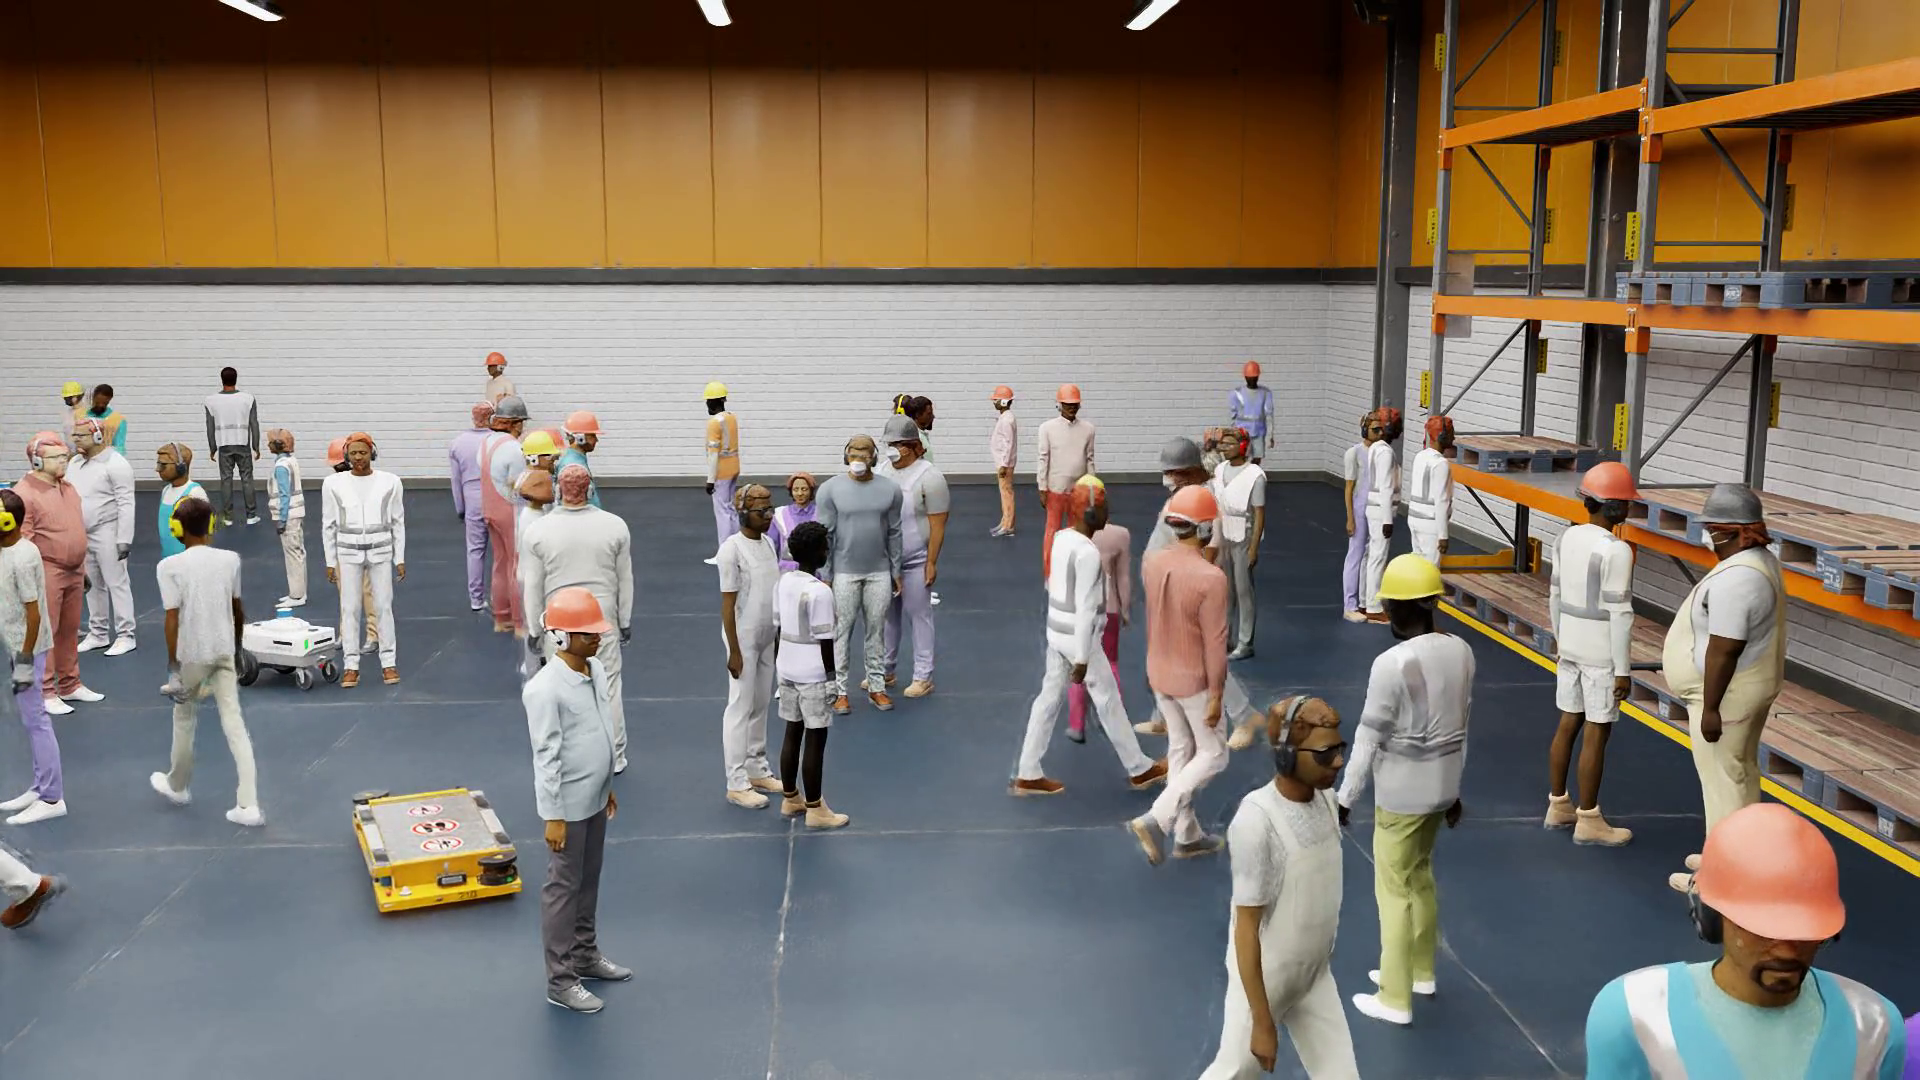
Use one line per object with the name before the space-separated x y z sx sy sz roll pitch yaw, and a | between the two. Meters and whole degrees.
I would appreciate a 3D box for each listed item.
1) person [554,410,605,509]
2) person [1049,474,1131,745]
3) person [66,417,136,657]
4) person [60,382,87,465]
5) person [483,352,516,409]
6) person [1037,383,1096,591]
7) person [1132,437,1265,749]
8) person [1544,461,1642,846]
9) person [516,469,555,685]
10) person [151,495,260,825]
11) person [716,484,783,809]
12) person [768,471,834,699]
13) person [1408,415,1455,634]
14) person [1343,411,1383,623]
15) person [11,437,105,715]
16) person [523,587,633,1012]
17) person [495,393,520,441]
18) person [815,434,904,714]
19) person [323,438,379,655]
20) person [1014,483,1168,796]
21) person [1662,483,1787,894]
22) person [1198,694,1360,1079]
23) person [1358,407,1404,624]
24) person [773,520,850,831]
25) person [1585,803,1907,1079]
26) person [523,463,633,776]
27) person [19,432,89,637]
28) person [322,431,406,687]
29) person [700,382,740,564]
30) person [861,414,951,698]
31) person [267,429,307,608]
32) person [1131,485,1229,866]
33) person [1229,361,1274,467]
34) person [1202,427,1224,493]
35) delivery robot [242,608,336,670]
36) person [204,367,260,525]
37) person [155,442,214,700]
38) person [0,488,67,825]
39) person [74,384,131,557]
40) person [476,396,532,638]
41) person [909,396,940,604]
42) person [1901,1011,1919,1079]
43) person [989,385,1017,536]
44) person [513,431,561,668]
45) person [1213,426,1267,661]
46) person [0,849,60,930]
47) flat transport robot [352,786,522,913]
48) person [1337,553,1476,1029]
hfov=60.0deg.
person | -2.937 -0.012 12.908 0.406 1.987 0.616 -2 9 -12
person | 0.833 0.458 10.669 0.539 1.767 0.415 -2 9 -10
person | -6.878 -0.028 13.257 0.651 1.907 0.409 4 10 23
person | -10.570 -1.020 19.956 0.524 1.761 0.339 5 10 30
person | -6.226 -1.542 22.480 0.608 1.996 0.381 8 12 42
person | 1.030 -0.506 15.978 0.611 1.995 0.381 -4 10 -23
person | 1.553 0.308 10.722 0.784 2.000 0.710 0 9 -1
person | 3.401 0.598 8.882 0.378 2.046 0.615 -2 9 -12
person | -3.029 0.294 12.081 0.356 1.626 0.511 0 9 0
person | -4.218 0.654 9.263 0.980 1.808 0.556 7 11 37
person | -1.181 0.595 9.537 0.346 1.846 0.505 4 10 23
person | -1.127 0.320 11.907 0.511 1.641 0.309 -1 9 -5
person | 3.899 -0.095 13.785 0.354 1.876 0.574 -1 9 -6
person | 3.572 -0.203 14.549 0.508 1.846 0.342 -6 11 -34
person | -6.280 0.238 11.568 0.410 1.913 0.642 1 9 5
person | -1.579 1.057 6.919 0.329 1.751 0.570 2 9 11
person | -5.340 -0.920 19.688 0.307 1.640 0.518 0 9 -1
person | -0.683 0.231 11.531 0.631 1.938 0.372 -3 10 -21
person | -4.860 0.049 13.283 0.564 1.739 0.352 4 10 22
person | 0.766 0.581 9.653 0.977 1.831 0.580 -3 10 -19
person | 3.732 0.714 8.173 0.536 2.000 0.683 8 12 40
person | 0.966 1.334 5.069 0.535 1.798 0.970 -9 12 -43
person | 3.669 -0.215 14.502 0.346 1.881 0.578 0 9 2
person | -0.825 0.734 9.124 0.315 1.695 0.541 -6 11 -34
person | 1.510 1.498 3.247 0.613 2.041 0.388 0 9 1
person | -2.285 0.491 9.996 0.641 1.910 0.401 -3 10 -18
person | -7.440 -0.018 13.670 0.334 1.749 0.572 0 9 2
person | -4.386 0.141 12.267 0.574 1.883 0.355 -3 10 -20
person | -2.514 -0.698 17.445 0.403 1.919 0.581 2 9 11
person | -0.440 0.109 11.977 0.684 2.000 0.538 7 11 36
person | -6.136 -0.201 15.172 0.312 1.642 0.512 -2 9 -13
person | 1.123 0.705 8.450 0.619 1.977 0.618 -6 11 -33
person | 3.810 -1.385 21.740 0.559 1.914 0.495 0 9 1
person | 2.327 -0.219 15.291 0.306 1.640 0.522 3 9 16
delivery robot | -4.986 0.749 12.313 0.707 0.478 0.477 4 10 21
person | -8.807 -1.135 20.176 0.591 1.917 0.392 -3 10 -19
person | -5.535 0.220 11.888 0.518 1.844 0.329 7 11 36
person | -5.205 0.637 9.216 0.326 1.865 0.518 -6 11 -32
person | -9.246 -0.747 17.884 0.743 1.881 0.366 2 9 15
person | -3.721 -0.206 13.952 0.537 2.000 0.684 -8 12 -41
person | -0.388 -0.371 15.375 0.387 1.919 0.591 0 9 -3
person | 2.261 1.551 3.334 0.763 1.916 0.407 4 10 21
person | 0.503 -0.921 19.339 0.324 1.752 0.561 0 9 -1
person | -3.223 0.073 12.848 0.404 1.833 0.586 0 9 -3
person | 2.187 0.020 13.140 0.390 1.847 0.563 -5 11 -31
person | -4.533 0.922 7.306 0.634 1.913 0.815 7 11 36
flat transport robot | -2.711 1.540 8.530 0.652 0.197 1.431 -4 10 -25
person | 1.799 1.002 6.743 0.596 1.917 0.439 -8 12 -41
